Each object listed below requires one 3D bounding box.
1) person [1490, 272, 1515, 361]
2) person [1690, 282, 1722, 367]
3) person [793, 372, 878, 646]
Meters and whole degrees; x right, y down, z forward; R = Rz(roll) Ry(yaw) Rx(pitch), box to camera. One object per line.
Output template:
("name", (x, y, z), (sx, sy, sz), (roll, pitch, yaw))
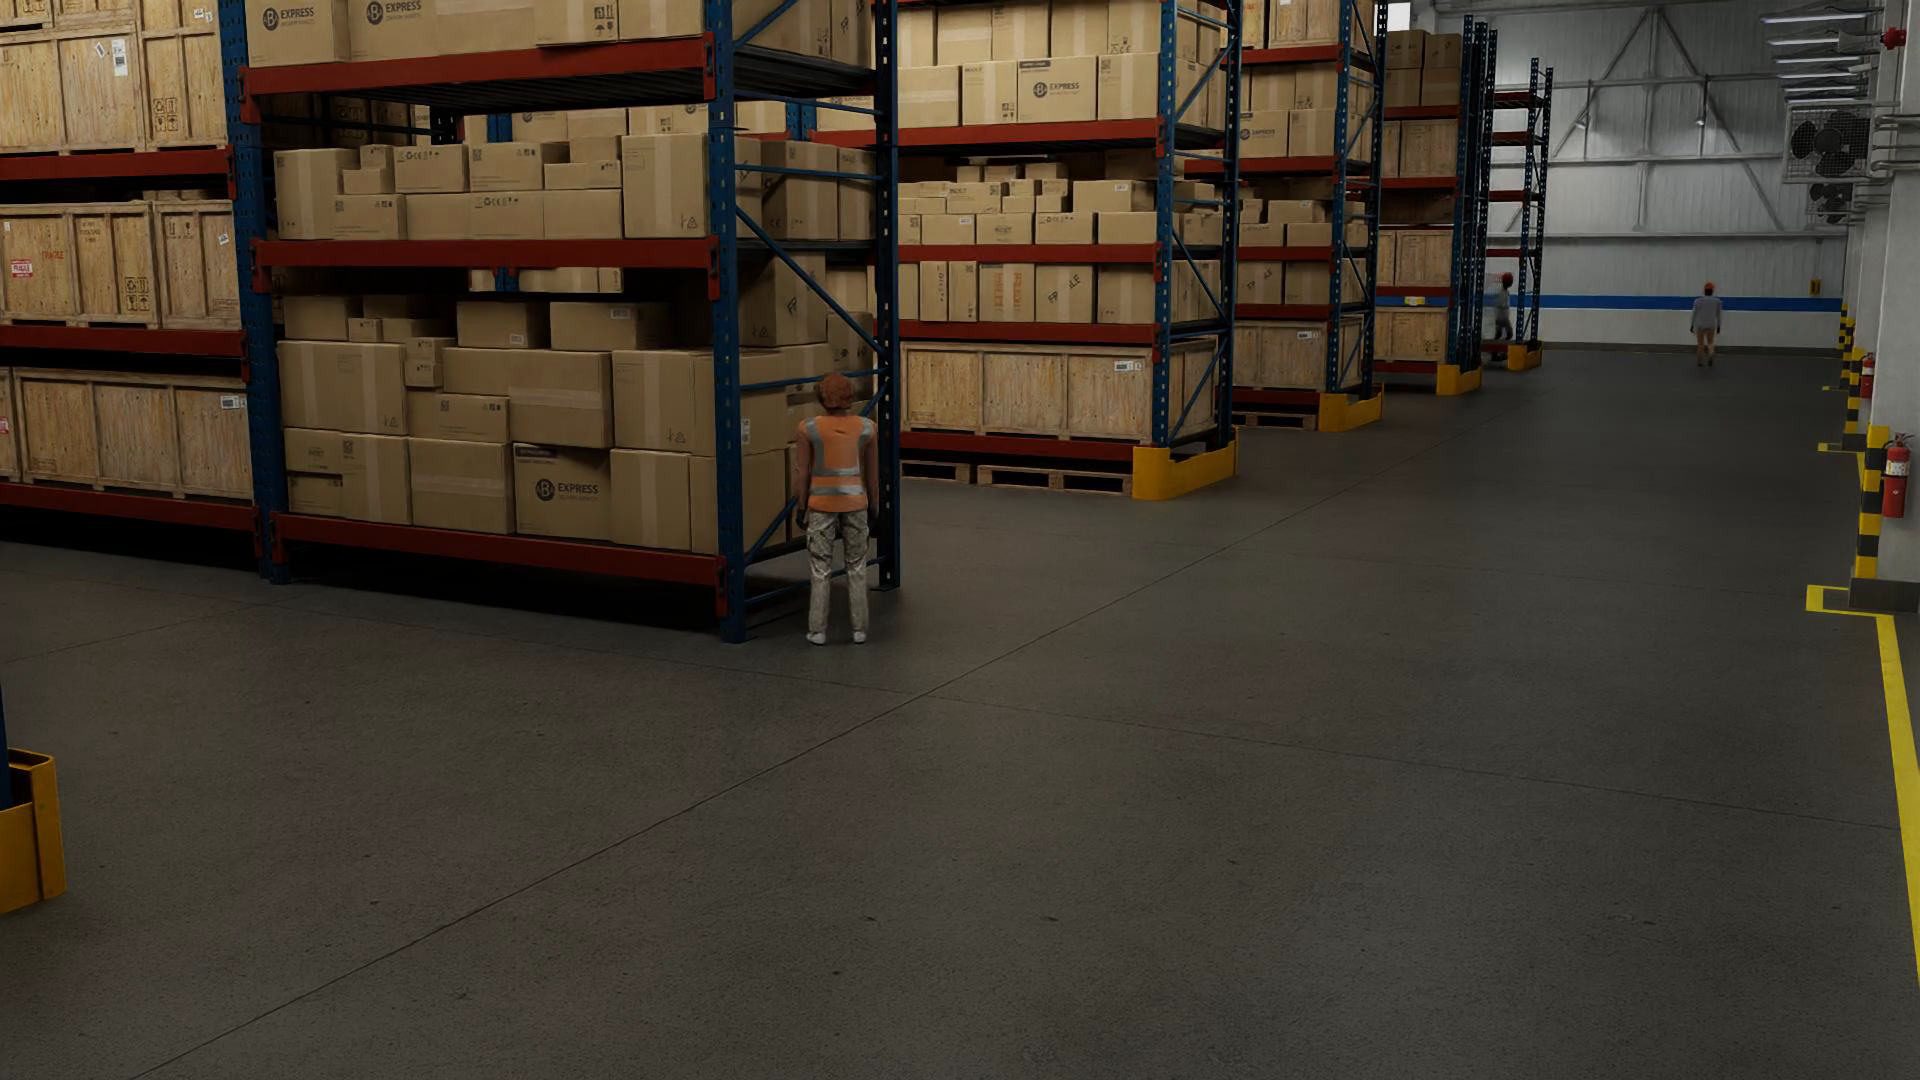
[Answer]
("person", (11.734, -4.788, 35.736), (0.644, 1.912, 0.568), (6, 12, 32))
("person", (15.347, -4.435, 34.241), (0.580, 1.728, 0.598), (3, 10, 15))
("person", (-0.735, -0.177, 9.890), (0.518, 1.632, 0.315), (-3, 10, -15))
